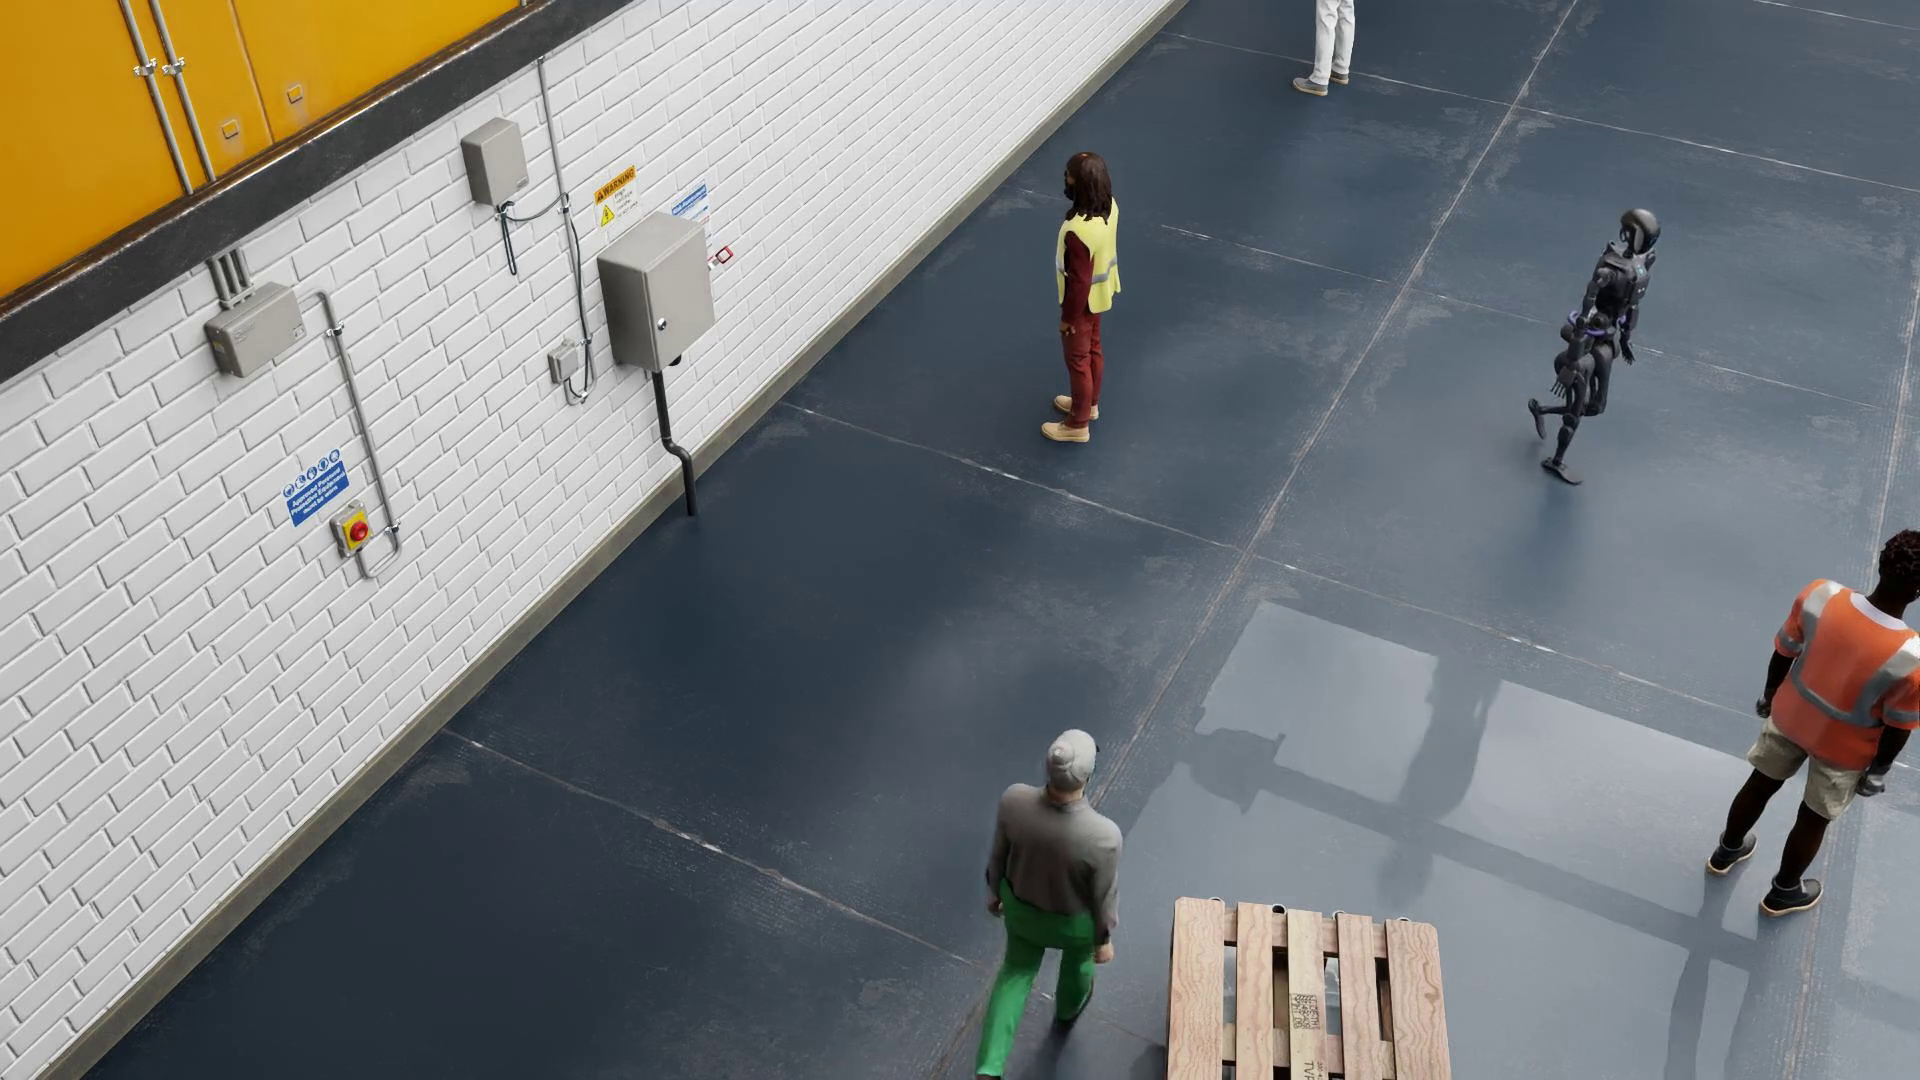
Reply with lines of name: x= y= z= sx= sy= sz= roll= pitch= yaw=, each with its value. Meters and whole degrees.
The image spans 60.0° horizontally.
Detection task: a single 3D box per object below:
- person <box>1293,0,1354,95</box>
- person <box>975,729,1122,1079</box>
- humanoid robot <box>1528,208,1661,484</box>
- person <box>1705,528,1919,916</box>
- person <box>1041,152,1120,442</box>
person: x=2.872 y=-4.323 z=12.624 sx=0.349 sy=1.876 sz=0.571 roll=32 pitch=50 yaw=32
person: x=0.312 y=1.370 z=6.073 sx=0.528 sy=1.812 sz=0.789 roll=17 pitch=44 yaw=19
humanoid robot: x=3.377 y=-1.088 z=9.021 sx=0.607 sy=1.638 sz=0.506 roll=-28 pitch=48 yaw=-29
person: x=3.480 y=0.745 z=6.677 sx=0.369 sy=1.964 sz=0.607 roll=-22 pitch=45 yaw=-23
person: x=0.688 y=-1.335 z=9.238 sx=0.371 sy=1.768 sz=0.476 roll=13 pitch=43 yaw=15
